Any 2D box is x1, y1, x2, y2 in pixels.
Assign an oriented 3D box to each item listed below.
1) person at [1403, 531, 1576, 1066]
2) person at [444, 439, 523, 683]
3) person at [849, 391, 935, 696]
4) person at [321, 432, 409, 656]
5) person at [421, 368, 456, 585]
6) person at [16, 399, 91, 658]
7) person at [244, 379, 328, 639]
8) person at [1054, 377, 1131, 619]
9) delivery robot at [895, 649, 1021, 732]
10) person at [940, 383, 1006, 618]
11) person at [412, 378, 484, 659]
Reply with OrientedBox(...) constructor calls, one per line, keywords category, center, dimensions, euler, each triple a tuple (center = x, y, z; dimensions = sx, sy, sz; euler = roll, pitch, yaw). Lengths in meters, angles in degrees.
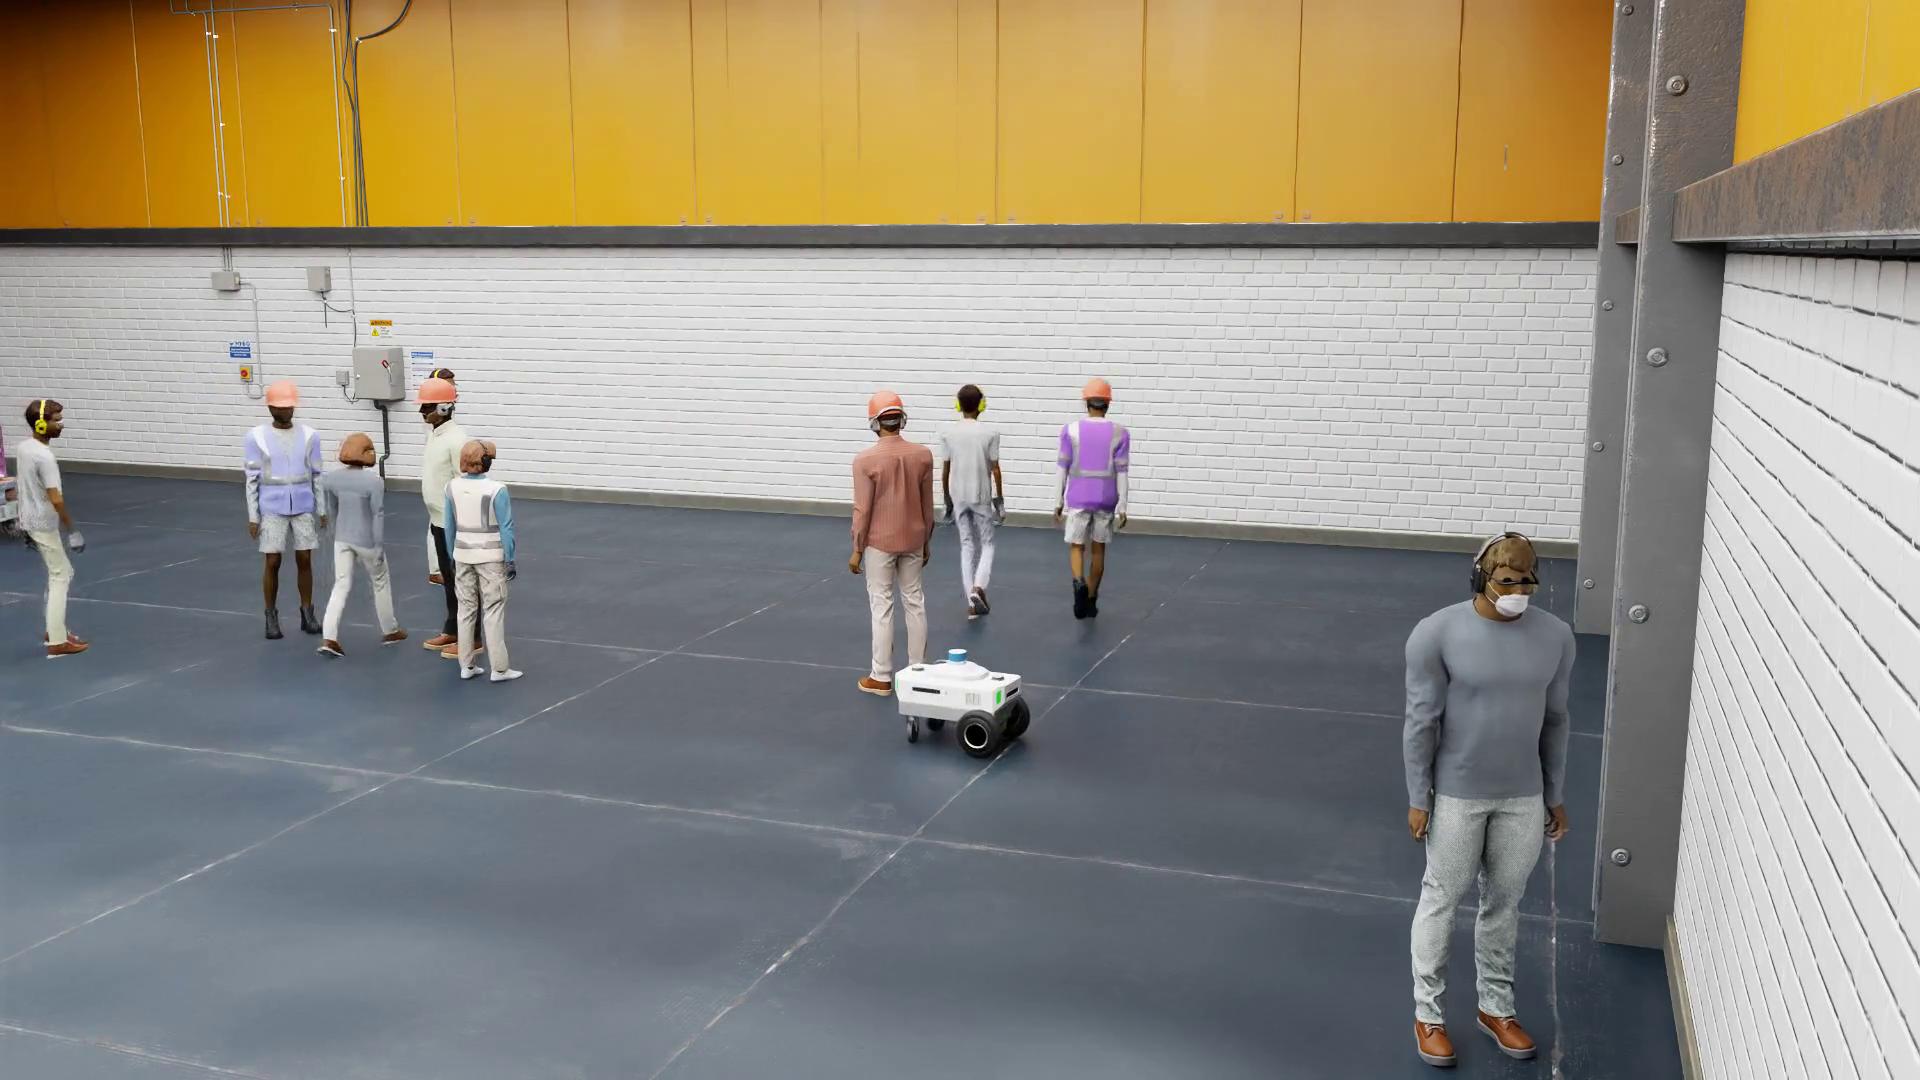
OrientedBox(category="person", center=(1.890, 0.916, 5.964), dimensions=(0.628, 1.935, 0.373), euler=(-2, 10, -9))
OrientedBox(category="person", center=(-3.209, 0.143, 11.146), dimensions=(0.523, 1.638, 0.310), euler=(4, 11, 20))
OrientedBox(category="person", center=(-0.452, 0.020, 10.863), dimensions=(0.611, 1.985, 0.393), euler=(-7, 12, -33))
OrientedBox(category="person", center=(-4.348, 0.027, 11.944), dimensions=(0.514, 1.599, 0.834), euler=(3, 10, 15))
OrientedBox(category="person", center=(-4.459, -0.552, 14.410), dimensions=(0.332, 1.872, 0.514), euler=(1, 10, 6))
OrientedBox(category="person", center=(-6.459, -0.086, 11.861), dimensions=(0.438, 1.845, 0.573), euler=(-9, 13, -41))
OrientedBox(category="person", center=(-5.025, -0.233, 12.429), dimensions=(0.553, 1.933, 0.376), euler=(-7, 12, -34))
OrientedBox(category="person", center=(1.022, -0.291, 12.856), dimensions=(0.591, 1.902, 0.747), euler=(1, 10, 5))
OrientedBox(category="delivery robot", center=(-0.017, 0.885, 9.756), dimensions=(0.707, 0.478, 0.477), euler=(5, 11, 24))
OrientedBox(category="person", center=(0.096, -0.295, 13.020), dimensions=(0.540, 1.846, 0.442), euler=(2, 10, 12))
OrientedBox(category="person", center=(-3.649, -0.158, 11.835), dimensions=(0.395, 1.993, 0.614), euler=(-7, 12, -35))
